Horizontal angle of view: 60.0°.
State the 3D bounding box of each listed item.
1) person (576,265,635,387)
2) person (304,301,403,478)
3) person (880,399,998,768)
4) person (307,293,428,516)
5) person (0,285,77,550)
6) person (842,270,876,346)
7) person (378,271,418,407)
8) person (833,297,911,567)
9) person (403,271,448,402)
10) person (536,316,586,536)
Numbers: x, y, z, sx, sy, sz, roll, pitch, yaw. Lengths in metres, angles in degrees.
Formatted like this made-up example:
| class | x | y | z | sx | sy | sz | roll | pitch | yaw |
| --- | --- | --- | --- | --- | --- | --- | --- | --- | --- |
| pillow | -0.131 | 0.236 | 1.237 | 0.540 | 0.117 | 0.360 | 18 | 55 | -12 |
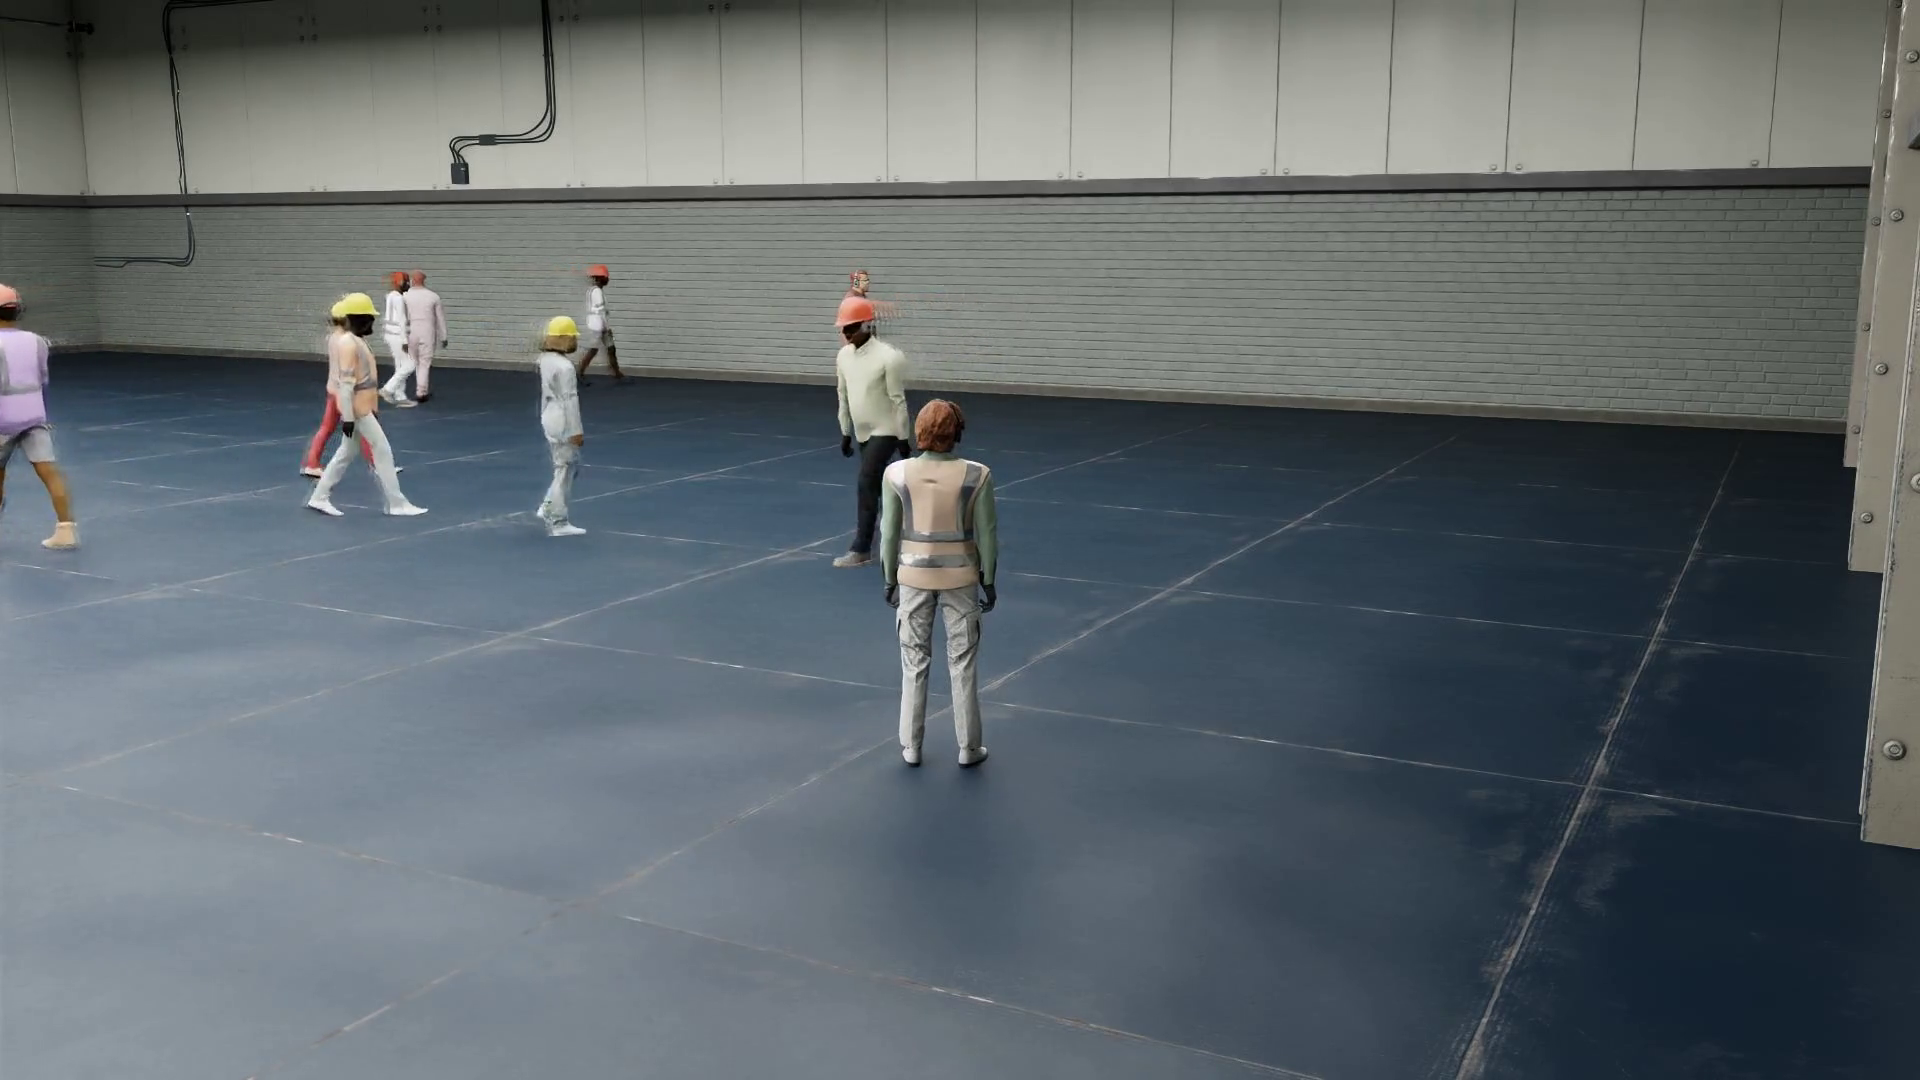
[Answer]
| class | x | y | z | sx | sy | sz | roll | pitch | yaw |
| --- | --- | --- | --- | --- | --- | --- | --- | --- | --- |
| person | -5.611 | -3.326 | 25.906 | 0.952 | 1.900 | 0.554 | -1 | 10 | -4 |
| person | -5.955 | -1.444 | 16.093 | 0.903 | 1.719 | 0.533 | -5 | 12 | -27 |
| person | -0.092 | 0.200 | 7.350 | 0.523 | 1.639 | 0.309 | 1 | 10 | 7 |
| person | -5.033 | -1.117 | 13.882 | 0.964 | 1.886 | 0.598 | -3 | 11 | -13 |
| person | -7.096 | -0.907 | 12.449 | 1.055 | 1.985 | 0.639 | 4 | 11 | 22 |
| person | -1.285 | -2.517 | 21.435 | 0.407 | 1.910 | 0.639 | 2 | 11 | 11 |
| person | -7.661 | -2.731 | 22.694 | 0.451 | 1.869 | 0.615 | -5 | 11 | -24 |
| person | -0.544 | -0.800 | 12.043 | 0.933 | 1.937 | 0.629 | -9 | 14 | -40 |
| person | -7.663 | -2.904 | 23.722 | 0.653 | 1.857 | 1.024 | 0 | 10 | -2 |
| person | -3.096 | -0.886 | 13.030 | 0.374 | 1.729 | 0.508 | -6 | 12 | -31 |
